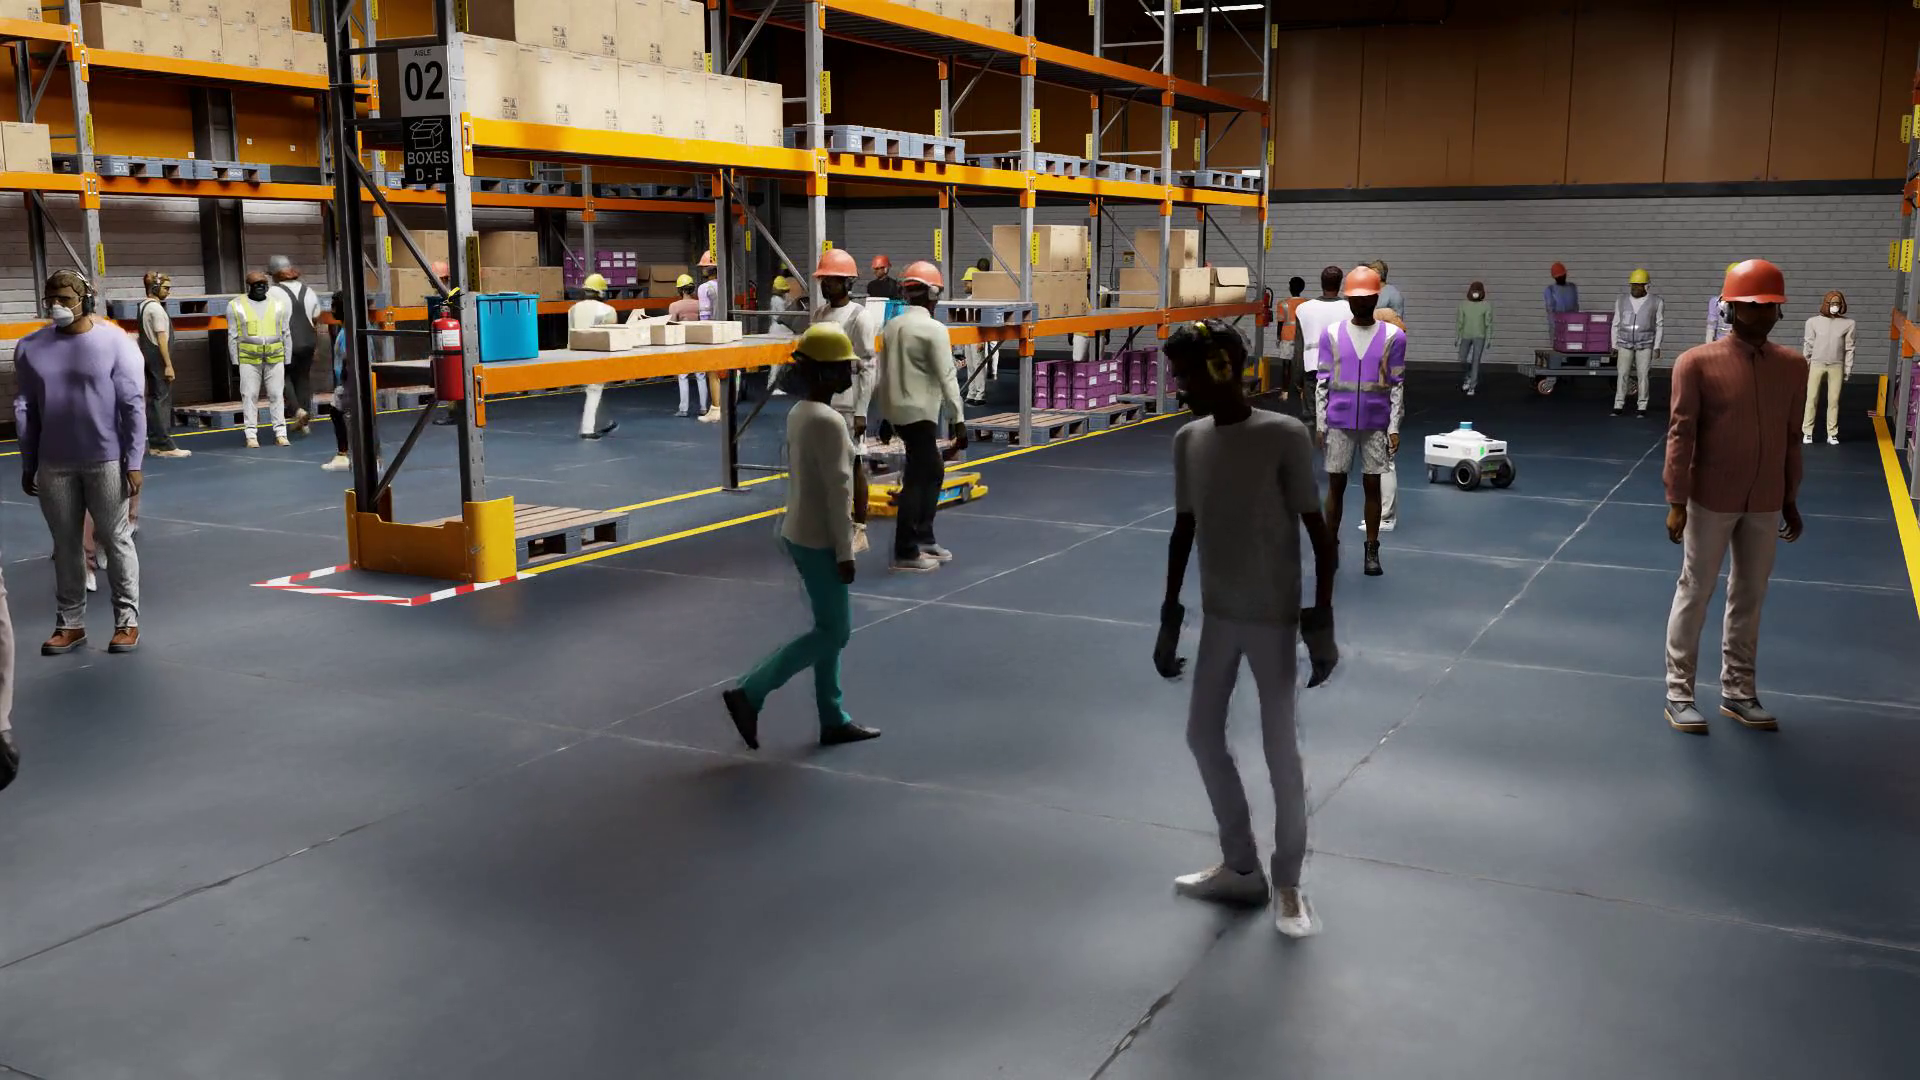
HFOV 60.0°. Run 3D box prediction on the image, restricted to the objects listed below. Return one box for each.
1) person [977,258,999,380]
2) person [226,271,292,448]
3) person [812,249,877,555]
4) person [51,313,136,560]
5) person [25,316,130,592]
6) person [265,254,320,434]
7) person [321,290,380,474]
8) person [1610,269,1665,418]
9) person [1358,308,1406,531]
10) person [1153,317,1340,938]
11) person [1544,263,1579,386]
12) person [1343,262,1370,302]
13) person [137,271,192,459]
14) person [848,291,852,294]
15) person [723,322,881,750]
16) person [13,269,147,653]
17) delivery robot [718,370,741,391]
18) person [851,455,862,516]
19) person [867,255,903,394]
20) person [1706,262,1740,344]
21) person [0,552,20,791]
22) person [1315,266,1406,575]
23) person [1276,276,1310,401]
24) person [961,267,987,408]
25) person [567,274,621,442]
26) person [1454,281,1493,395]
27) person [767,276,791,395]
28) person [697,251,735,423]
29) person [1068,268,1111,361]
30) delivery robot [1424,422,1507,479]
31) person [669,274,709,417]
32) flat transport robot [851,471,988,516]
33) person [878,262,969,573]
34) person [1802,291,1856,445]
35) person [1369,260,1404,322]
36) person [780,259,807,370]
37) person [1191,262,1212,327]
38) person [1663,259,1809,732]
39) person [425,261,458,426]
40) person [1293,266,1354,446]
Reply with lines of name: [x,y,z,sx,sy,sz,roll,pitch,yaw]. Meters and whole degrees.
person: [0.388,-3.505,26.459,0.370,1.940,0.627,9,13,43]
person: [-7.281,-1.875,17.345,0.624,1.837,0.429,-6,12,-32]
person: [-0.819,-0.914,11.151,0.365,2.048,0.607,-9,13,-43]
person: [-5.919,-0.837,11.282,0.638,1.861,0.990,-1,10,-8]
person: [-5.370,-0.662,10.187,0.648,1.878,0.823,-7,12,-34]
person: [-7.438,-2.172,18.449,0.572,2.000,0.698,6,12,33]
person: [-5.647,-1.427,15.177,0.640,1.674,0.548,-4,10,-20]
person: [8.290,-2.403,20.399,0.598,1.828,0.403,6,12,32]
person: [3.097,-0.880,12.179,0.299,1.622,0.503,2,10,12]
person: [0.866,0.262,5.001,0.589,1.843,0.360,9,14,44]
person: [9.211,-3.285,25.388,0.625,1.870,0.800,0,10,0]
person: [6.269,-3.384,25.926,0.652,1.881,0.735,-4,11,-21]
person: [-7.907,-1.724,16.437,0.344,1.841,0.504,-9,14,-43]
person: [-1.695,-2.738,22.135,0.581,1.891,0.904,0,10,2]
person: [-0.628,0.004,6.671,0.619,1.751,0.531,-4,10,-20]
person: [-4.438,-0.389,8.420,0.632,1.940,0.372,-1,10,-6]
delivery robot: [-3.146,-2.181,22.524,0.477,0.478,0.707,-1,10,-5]
person: [-0.939,-0.996,12.824,0.312,1.634,0.519,-9,14,-43]
person: [-1.102,-3.067,23.763,0.623,1.992,0.397,6,12,33]
person: [8.428,-2.058,18.158,0.590,1.919,0.401,1,10,6]
person: [-2.483,0.437,3.755,0.638,1.903,0.408,-6,12,-32]
person: [2.505,-0.740,10.460,0.546,1.938,0.361,3,10,15]
person: [4.587,-2.749,22.777,0.540,1.700,0.316,0,10,-1]
person: [0.177,-2.658,21.862,0.404,1.832,0.600,-4,10,-21]
person: [-3.899,-1.974,18.036,0.616,1.782,0.913,5,11,25]
person: [7.343,-2.882,23.748,0.520,1.617,0.441,5,11,27]
person: [-2.567,-2.899,23.660,0.377,1.700,0.579,-2,10,-12]
person: [-2.953,-2.424,19.903,0.376,2.042,0.615,5,11,26]
person: [1.778,-2.847,22.962,0.621,1.837,0.429,-1,10,-4]
delivery robot: [4.372,-0.779,14.410,0.477,0.478,0.707,-6,11,-30]
person: [-3.366,-2.396,20.574,0.523,1.759,0.350,-7,12,-37]
flat transport robot: [-0.380,-0.396,13.286,0.652,0.197,1.431,5,11,27]
person: [-0.211,-0.774,10.585,0.640,1.958,0.687,-6,11,-30]
person: [9.175,-1.815,17.594,0.493,1.625,0.281,4,11,22]
person: [4.725,-2.192,18.862,0.357,1.938,0.637,-6,12,-31]
person: [-2.916,-3.875,28.662,0.641,1.919,0.404,-6,11,-31]
person: [3.836,-3.460,26.386,0.351,1.878,0.576,9,13,41]
person: [3.279,-0.177,7.031,0.624,1.993,0.385,-1,10,-9]
person: [-6.055,-2.296,19.502,0.406,1.924,0.582,-8,13,-40]
person: [3.270,-1.480,14.844,0.592,1.909,0.407,3,10,14]
